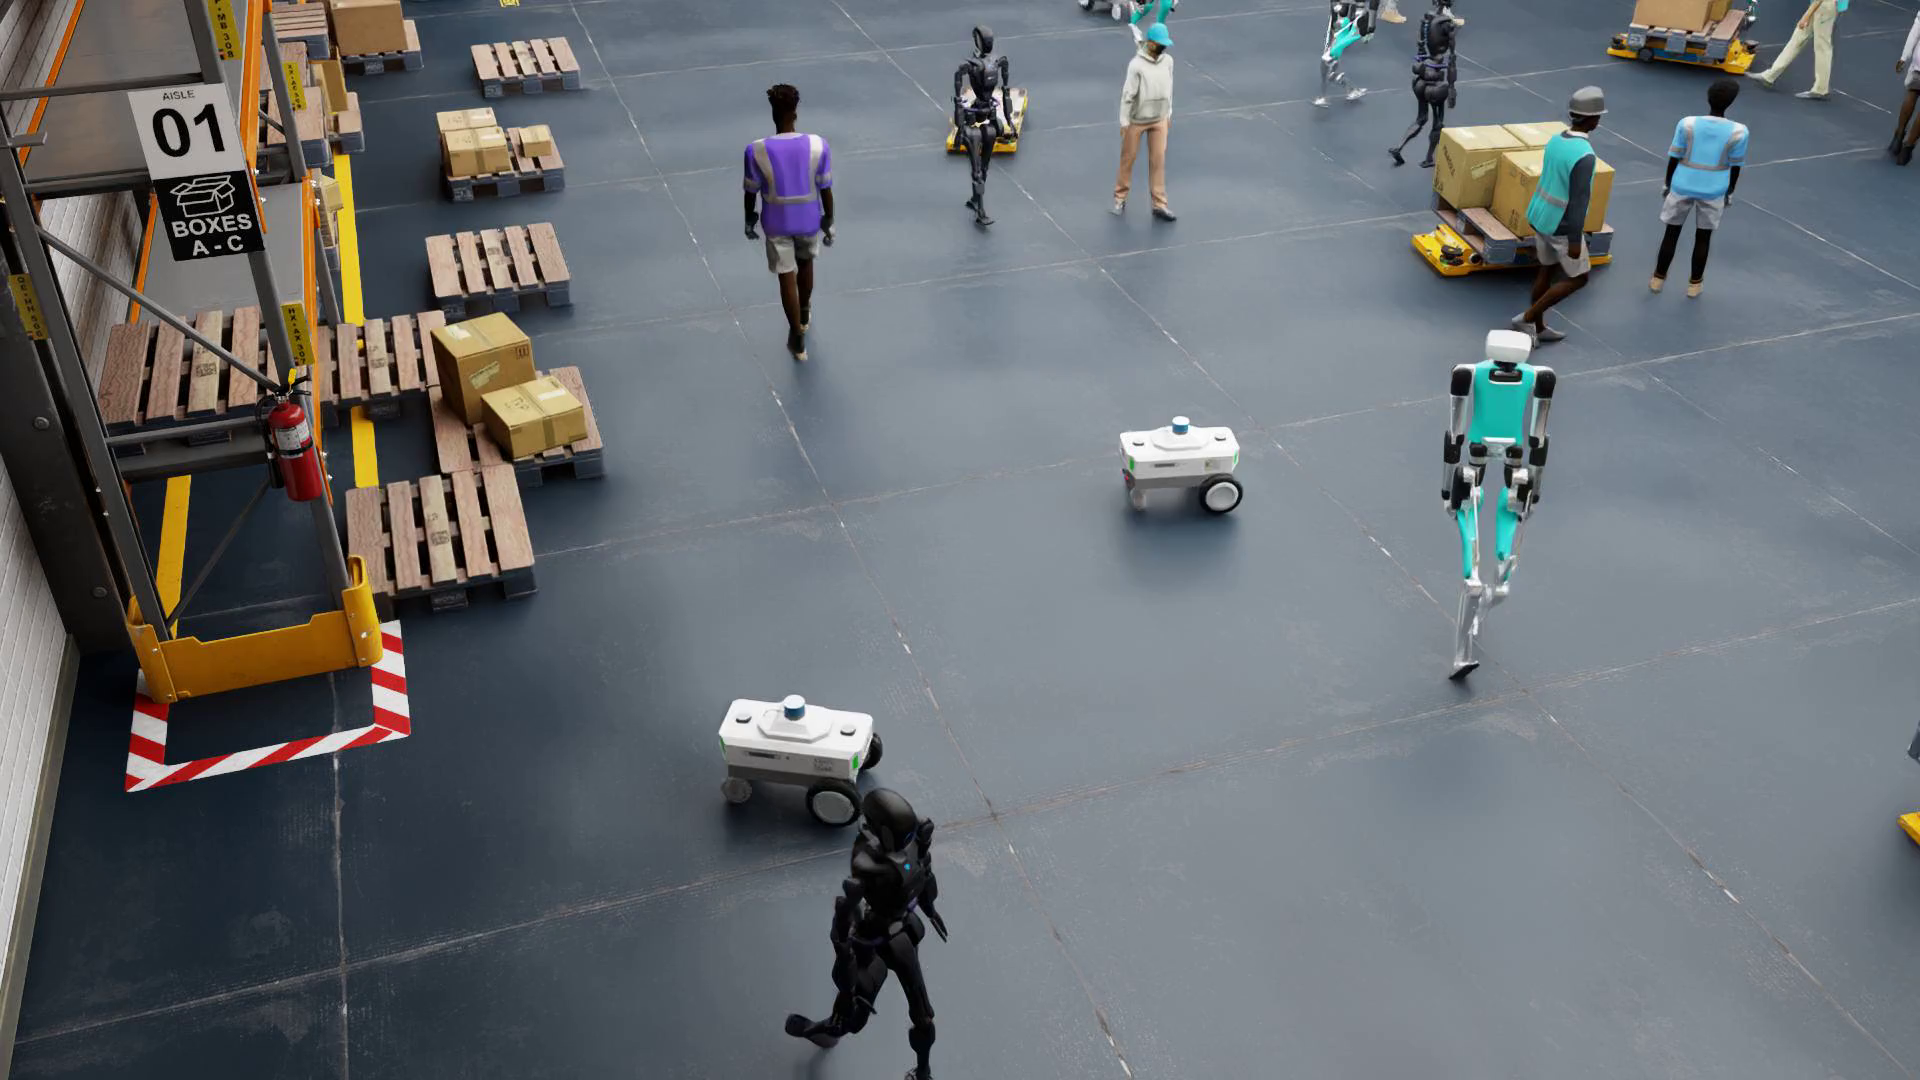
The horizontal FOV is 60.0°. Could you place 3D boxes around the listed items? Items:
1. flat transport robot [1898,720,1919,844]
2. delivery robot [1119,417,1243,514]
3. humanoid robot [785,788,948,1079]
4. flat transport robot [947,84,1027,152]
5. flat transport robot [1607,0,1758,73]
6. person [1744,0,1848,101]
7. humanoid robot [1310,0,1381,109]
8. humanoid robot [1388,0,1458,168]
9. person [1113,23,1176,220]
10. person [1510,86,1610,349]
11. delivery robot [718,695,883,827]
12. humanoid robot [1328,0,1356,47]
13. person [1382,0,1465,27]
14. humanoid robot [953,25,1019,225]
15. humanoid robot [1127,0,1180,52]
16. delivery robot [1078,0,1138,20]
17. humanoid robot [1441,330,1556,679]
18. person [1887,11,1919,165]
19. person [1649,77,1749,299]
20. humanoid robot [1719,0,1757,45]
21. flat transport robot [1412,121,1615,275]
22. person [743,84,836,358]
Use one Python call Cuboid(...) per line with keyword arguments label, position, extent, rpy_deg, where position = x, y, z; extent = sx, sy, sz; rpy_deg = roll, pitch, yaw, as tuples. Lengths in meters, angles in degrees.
Cuboid(label="flat transport robot", position=(5.230, 1.367, 7.762), extent=(1.431, 0.231, 0.659), rpy_deg=(-8, 34, -12))
Cuboid(label="delivery robot", position=(1.376, -0.491, 10.350), extent=(0.766, 0.594, 0.529), rpy_deg=(-4, 33, -6))
Cuboid(label="humanoid robot", position=(-0.337, 1.487, 6.331), extent=(0.739, 1.613, 0.608), rpy_deg=(22, 39, 30))
Cuboid(label="flat transport robot", position=(0.276, -4.099, 16.146), extent=(0.659, 0.231, 1.431), rpy_deg=(4, 33, 5))
Cuboid(label="flat transport robot", position=(7.830, -5.327, 18.028), extent=(1.431, 0.231, 0.659), rpy_deg=(17, 37, 24))
Cuboid(label="person", position=(8.466, -5.314, 16.595), extent=(0.871, 1.807, 0.577), rpy_deg=(12, 35, 18))
Cuboid(label="humanoid robot", position=(3.711, -5.024, 16.270), extent=(1.044, 1.759, 0.548), rpy_deg=(-25, 41, -33))
Cuboid(label="humanoid robot", position=(4.222, -4.147, 14.933), extent=(0.522, 1.647, 0.601), rpy_deg=(-10, 35, -16))
Cuboid(label="person", position=(1.577, -3.509, 13.974), extent=(0.496, 1.660, 0.499), rpy_deg=(-11, 35, -17))
Cuboid(label="person", position=(4.251, -2.254, 11.789), extent=(0.462, 1.927, 0.591), rpy_deg=(-5, 33, -7))
Cuboid(label="delivery robot", position=(-0.768, 1.023, 8.042), extent=(0.814, 0.610, 0.499), rpy_deg=(6, 34, 9))
Cuboid(label="humanoid robot", position=(4.150, -6.082, 17.905), extent=(0.588, 1.637, 0.589), rpy_deg=(6, 34, 10))
Cuboid(label="person", position=(5.307, -6.697, 18.717), extent=(0.986, 1.818, 0.459), rpy_deg=(23, 40, 31))
Cuboid(label="humanoid robot", position=(0.231, -3.472, 13.914), extent=(0.601, 1.637, 0.703), rpy_deg=(-19, 38, -27))
Cuboid(label="humanoid robot", position=(1.976, -5.640, 17.265), extent=(0.544, 1.894, 0.755), rpy_deg=(-11, 35, -17))
Cuboid(label="delivery robot", position=(1.780, -6.460, 19.476), extent=(0.499, 0.565, 0.745), rpy_deg=(-19, 38, -26))
Cuboid(label="humanoid robot", position=(2.792, -0.105, 8.722), extent=(0.560, 1.794, 0.981), rpy_deg=(5, 33, 7))
Cuboid(label="person", position=(8.864, -4.364, 15.054), extent=(0.587, 1.906, 0.561), rpy_deg=(23, 40, 31))
Cuboid(label="person", position=(5.610, -2.663, 12.634), extent=(0.539, 1.695, 0.317), rpy_deg=(14, 36, 21))
Cuboid(label="humanoid robot", position=(8.528, -6.114, 17.944), extent=(0.592, 1.789, 0.876), rpy_deg=(4, 33, 5))
Cuboid(label="flat transport robot", position=(4.496, -2.410, 13.555), extent=(1.431, 0.231, 0.659), rpy_deg=(-5, 33, -8))
Cuboid(label="person", position=(-1.239, -2.320, 11.886), extent=(0.628, 1.933, 0.845), rpy_deg=(-9, 34, -14))
